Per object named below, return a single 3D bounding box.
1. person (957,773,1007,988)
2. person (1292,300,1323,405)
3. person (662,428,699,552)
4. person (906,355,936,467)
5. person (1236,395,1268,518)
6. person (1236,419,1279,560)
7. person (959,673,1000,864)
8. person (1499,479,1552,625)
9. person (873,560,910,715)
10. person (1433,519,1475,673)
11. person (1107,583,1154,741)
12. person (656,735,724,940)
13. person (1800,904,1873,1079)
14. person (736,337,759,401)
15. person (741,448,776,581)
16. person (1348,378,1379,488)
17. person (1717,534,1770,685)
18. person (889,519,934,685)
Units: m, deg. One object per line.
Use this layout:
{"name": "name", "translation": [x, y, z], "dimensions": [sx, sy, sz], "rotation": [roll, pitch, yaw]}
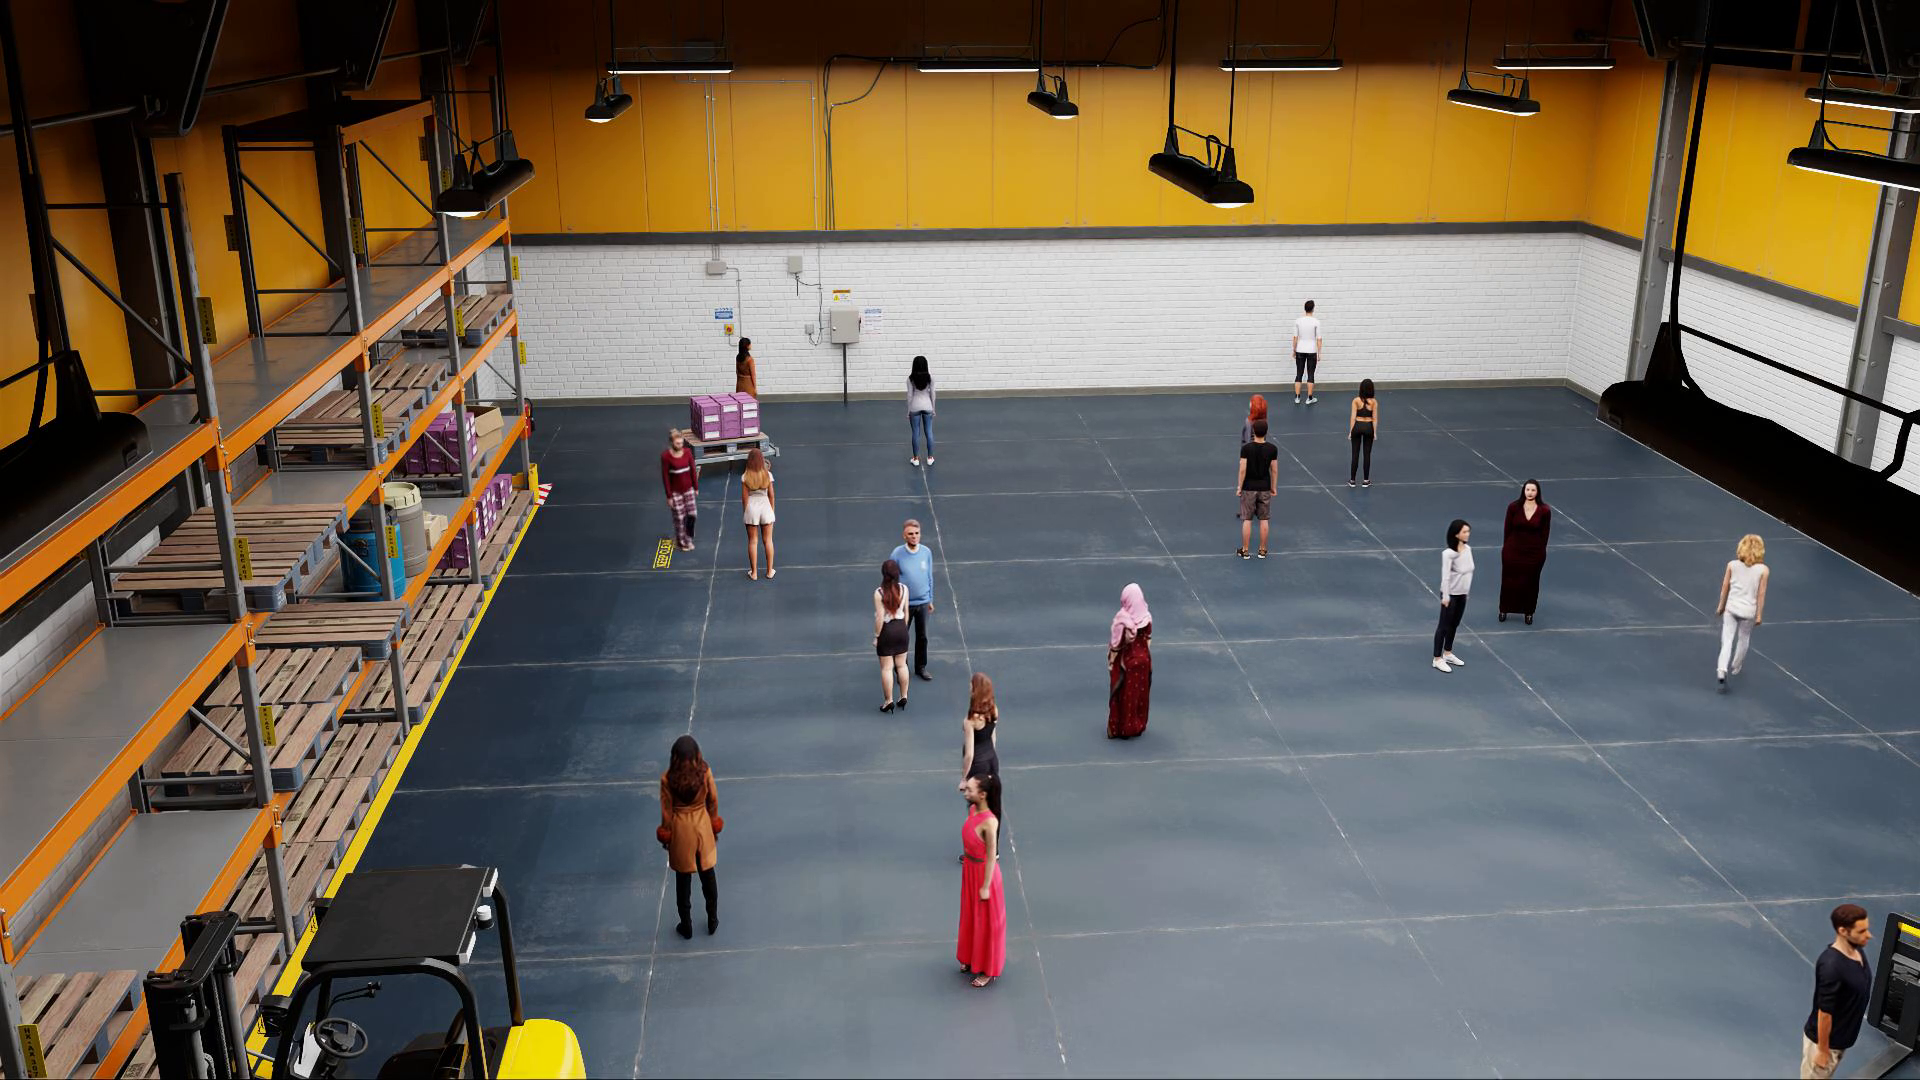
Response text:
{"name": "person", "translation": [0.158, 2.523, 12.440], "dimensions": [0.740, 1.727, 0.605], "rotation": [-7, 20, -21]}
{"name": "person", "translation": [6.199, -3.372, 29.752], "dimensions": [0.749, 1.851, 0.753], "rotation": [9, 21, 25]}
{"name": "person", "translation": [-3.716, -0.669, 21.971], "dimensions": [0.775, 1.694, 0.782], "rotation": [-10, 21, -28]}
{"name": "person", "translation": [-0.607, -2.024, 25.931], "dimensions": [0.617, 1.735, 0.536], "rotation": [-3, 19, -8]}
{"name": "person", "translation": [4.118, -1.177, 23.346], "dimensions": [0.658, 1.780, 0.683], "rotation": [-16, 24, -39]}
{"name": "person", "translation": [3.866, -0.672, 21.719], "dimensions": [0.687, 1.861, 0.557], "rotation": [-1, 19, -3]}
{"name": "person", "translation": [0.183, 1.944, 14.127], "dimensions": [0.724, 1.747, 0.657], "rotation": [14, 23, 36]}
{"name": "person", "translation": [6.618, 0.126, 19.512], "dimensions": [0.750, 1.757, 0.743], "rotation": [6, 20, 18]}
{"name": "person", "translation": [-0.706, 0.987, 17.125], "dimensions": [0.641, 1.648, 0.654], "rotation": [-12, 22, -32]}
{"name": "person", "translation": [5.411, 0.584, 18.240], "dimensions": [0.711, 1.700, 0.751], "rotation": [-17, 25, -41]}
{"name": "person", "translation": [1.697, 1.194, 16.527], "dimensions": [0.746, 1.638, 0.732], "rotation": [-9, 21, -25]}
{"name": "person", "translation": [-2.111, 2.320, 13.056], "dimensions": [0.735, 1.719, 0.673], "rotation": [-6, 20, -17]}
{"name": "person", "translation": [5.465, 3.114, 10.479], "dimensions": [0.750, 1.859, 0.708], "rotation": [17, 25, 41]}
{"name": "person", "translation": [-3.525, -2.506, 27.434], "dimensions": [0.632, 1.689, 0.698], "rotation": [16, 24, 39]}
{"name": "person", "translation": [-2.544, -0.335, 20.974], "dimensions": [0.581, 1.697, 0.576], "rotation": [-3, 19, -10]}
{"name": "person", "translation": [6.016, -1.608, 24.839], "dimensions": [0.617, 1.643, 0.578], "rotation": [4, 19, 11]}
{"name": "person", "translation": [8.328, 0.766, 17.790], "dimensions": [0.993, 1.642, 1.122], "rotation": [11, 22, 30]}
{"name": "person", "translation": [-0.521, 0.635, 17.902], "dimensions": [0.717, 1.820, 0.681], "rotation": [-8, 20, -21]}
